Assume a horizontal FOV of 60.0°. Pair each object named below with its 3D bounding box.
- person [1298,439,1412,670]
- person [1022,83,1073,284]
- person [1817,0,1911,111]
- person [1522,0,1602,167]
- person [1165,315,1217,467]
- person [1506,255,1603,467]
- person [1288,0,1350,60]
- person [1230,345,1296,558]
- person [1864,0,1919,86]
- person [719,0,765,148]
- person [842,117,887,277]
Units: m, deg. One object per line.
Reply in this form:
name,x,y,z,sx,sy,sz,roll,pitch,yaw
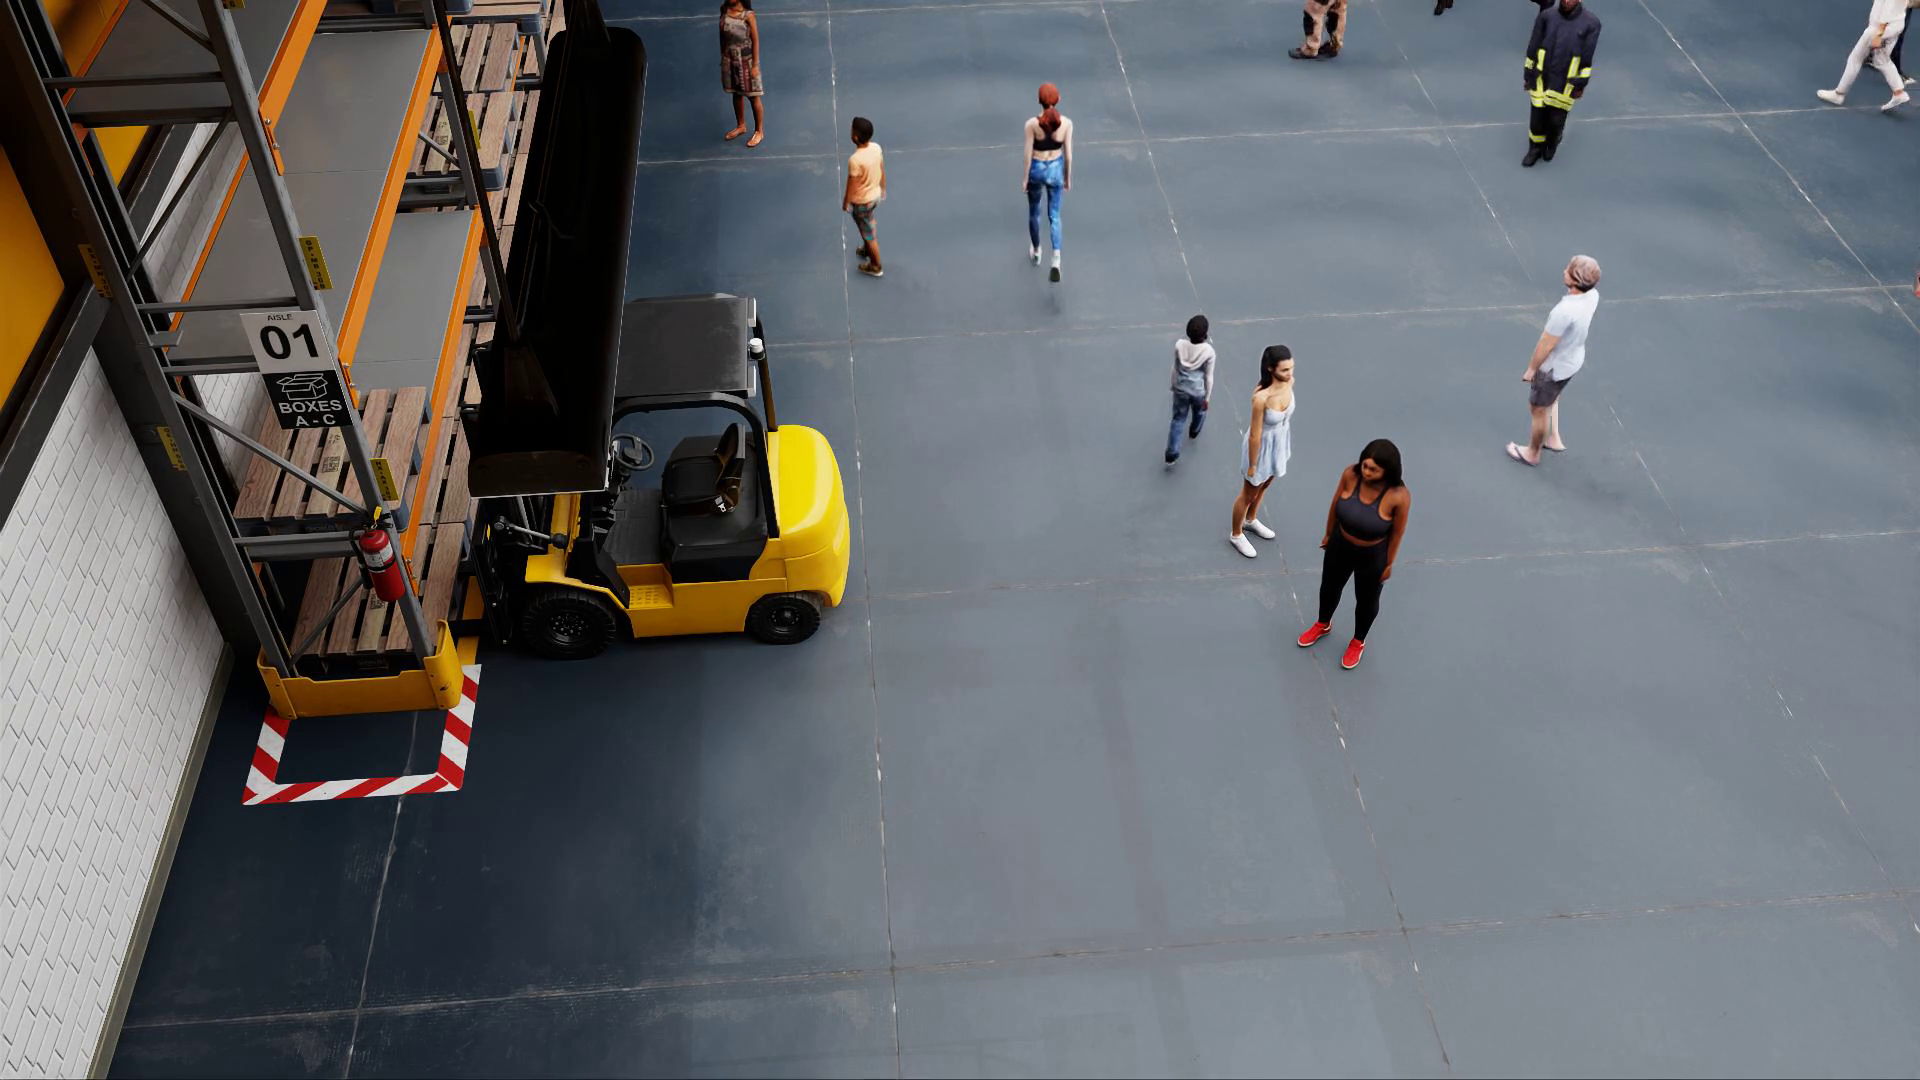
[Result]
person,2.586,0.054,10.752,0.766,1.816,0.820,28,50,26
person,0.731,-2.958,13.949,0.555,1.766,0.986,-4,44,-4
person,9.033,-4.934,16.100,1.093,1.660,0.989,33,53,30
person,5.539,-4.338,15.367,0.963,1.809,1.021,23,48,23
person,1.696,-1.105,12.384,0.723,1.243,0.931,15,46,15
person,4.427,-1.251,12.115,0.879,1.824,0.824,33,53,30
person,3.877,-5.725,16.811,0.893,1.825,0.878,6,44,6
person,2.116,-0.645,11.547,0.723,1.730,0.668,31,52,29
person,9.397,-5.564,16.620,0.989,1.856,1.167,-22,48,-22
person,-2.060,-4.530,15.687,0.721,1.645,0.748,24,49,23
person,-0.741,-2.877,14.095,0.735,1.447,0.680,22,48,22
